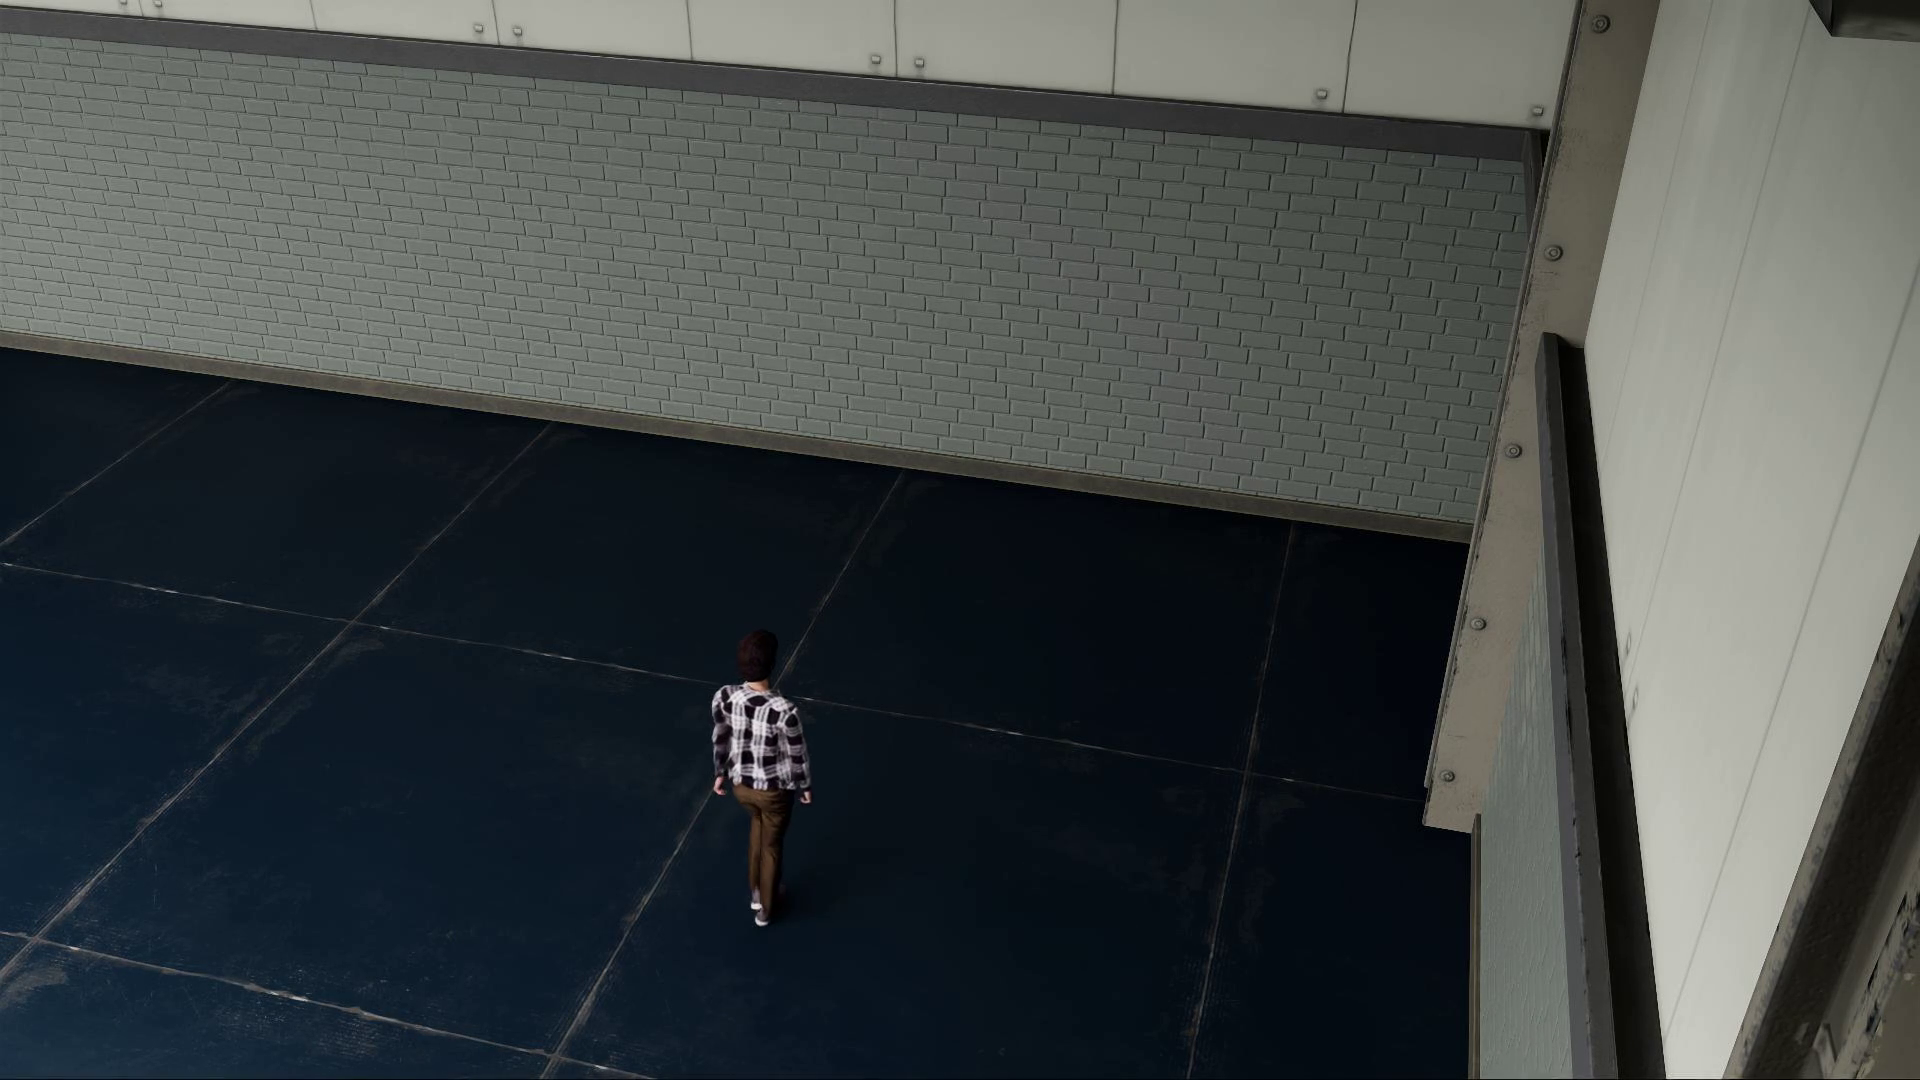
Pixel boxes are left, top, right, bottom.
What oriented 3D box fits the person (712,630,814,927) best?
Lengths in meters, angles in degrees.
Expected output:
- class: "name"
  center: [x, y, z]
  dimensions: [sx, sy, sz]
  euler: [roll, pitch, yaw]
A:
- class: "person"
  center: [-1.026, 1.266, 8.373]
  dimensions: [0.669, 1.798, 0.600]
  euler: [11, 34, 17]
